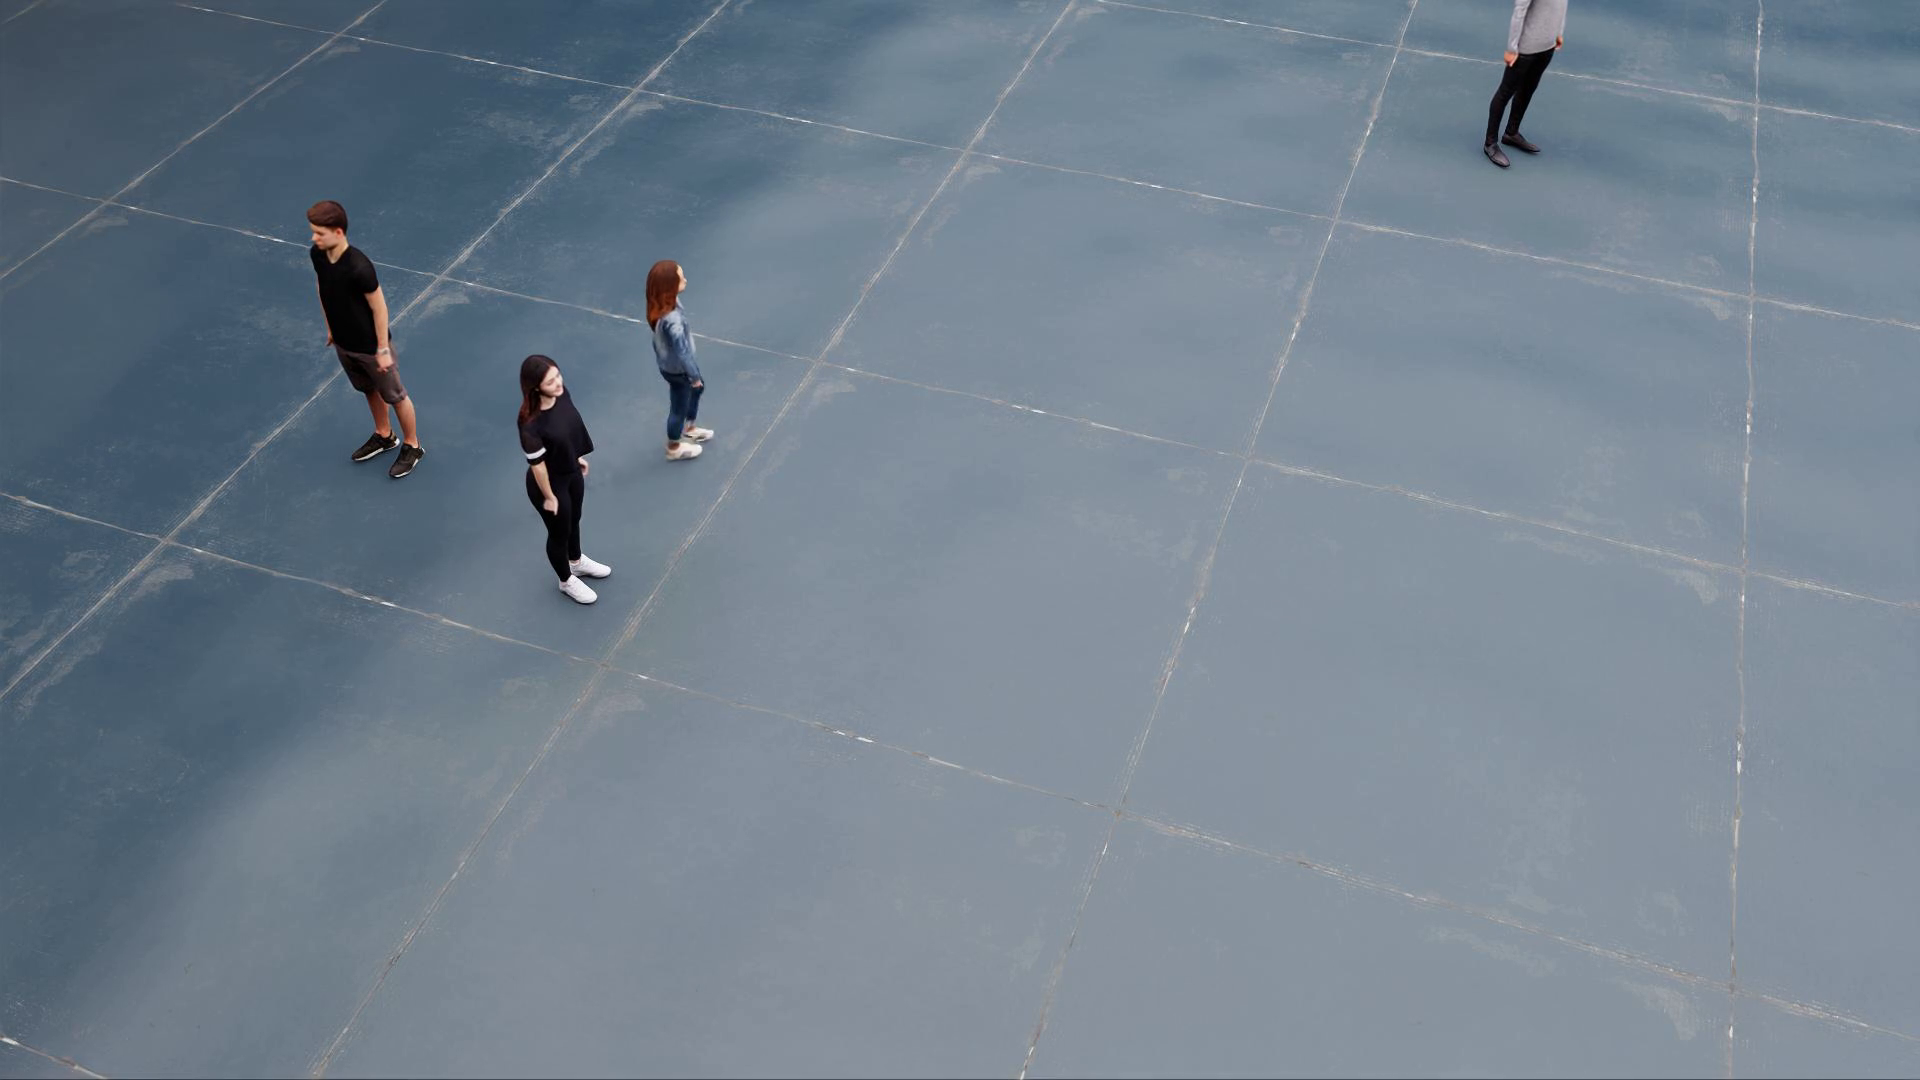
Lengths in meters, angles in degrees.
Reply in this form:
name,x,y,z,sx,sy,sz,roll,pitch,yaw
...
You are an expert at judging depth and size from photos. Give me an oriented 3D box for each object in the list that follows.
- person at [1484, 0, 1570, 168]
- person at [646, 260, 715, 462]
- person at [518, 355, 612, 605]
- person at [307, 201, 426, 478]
name,x,y,z,sx,sy,sz,roll,pitch,yaw
person,4.412,-3.864,12.802,0.834,1.923,0.864,-23,48,-23
person,-1.799,-1.060,10.132,0.748,1.466,0.691,-17,46,-17
person,-2.238,-0.356,9.253,0.591,1.638,0.610,11,44,12
person,-3.594,-1.229,10.024,0.600,1.862,0.790,23,48,23
